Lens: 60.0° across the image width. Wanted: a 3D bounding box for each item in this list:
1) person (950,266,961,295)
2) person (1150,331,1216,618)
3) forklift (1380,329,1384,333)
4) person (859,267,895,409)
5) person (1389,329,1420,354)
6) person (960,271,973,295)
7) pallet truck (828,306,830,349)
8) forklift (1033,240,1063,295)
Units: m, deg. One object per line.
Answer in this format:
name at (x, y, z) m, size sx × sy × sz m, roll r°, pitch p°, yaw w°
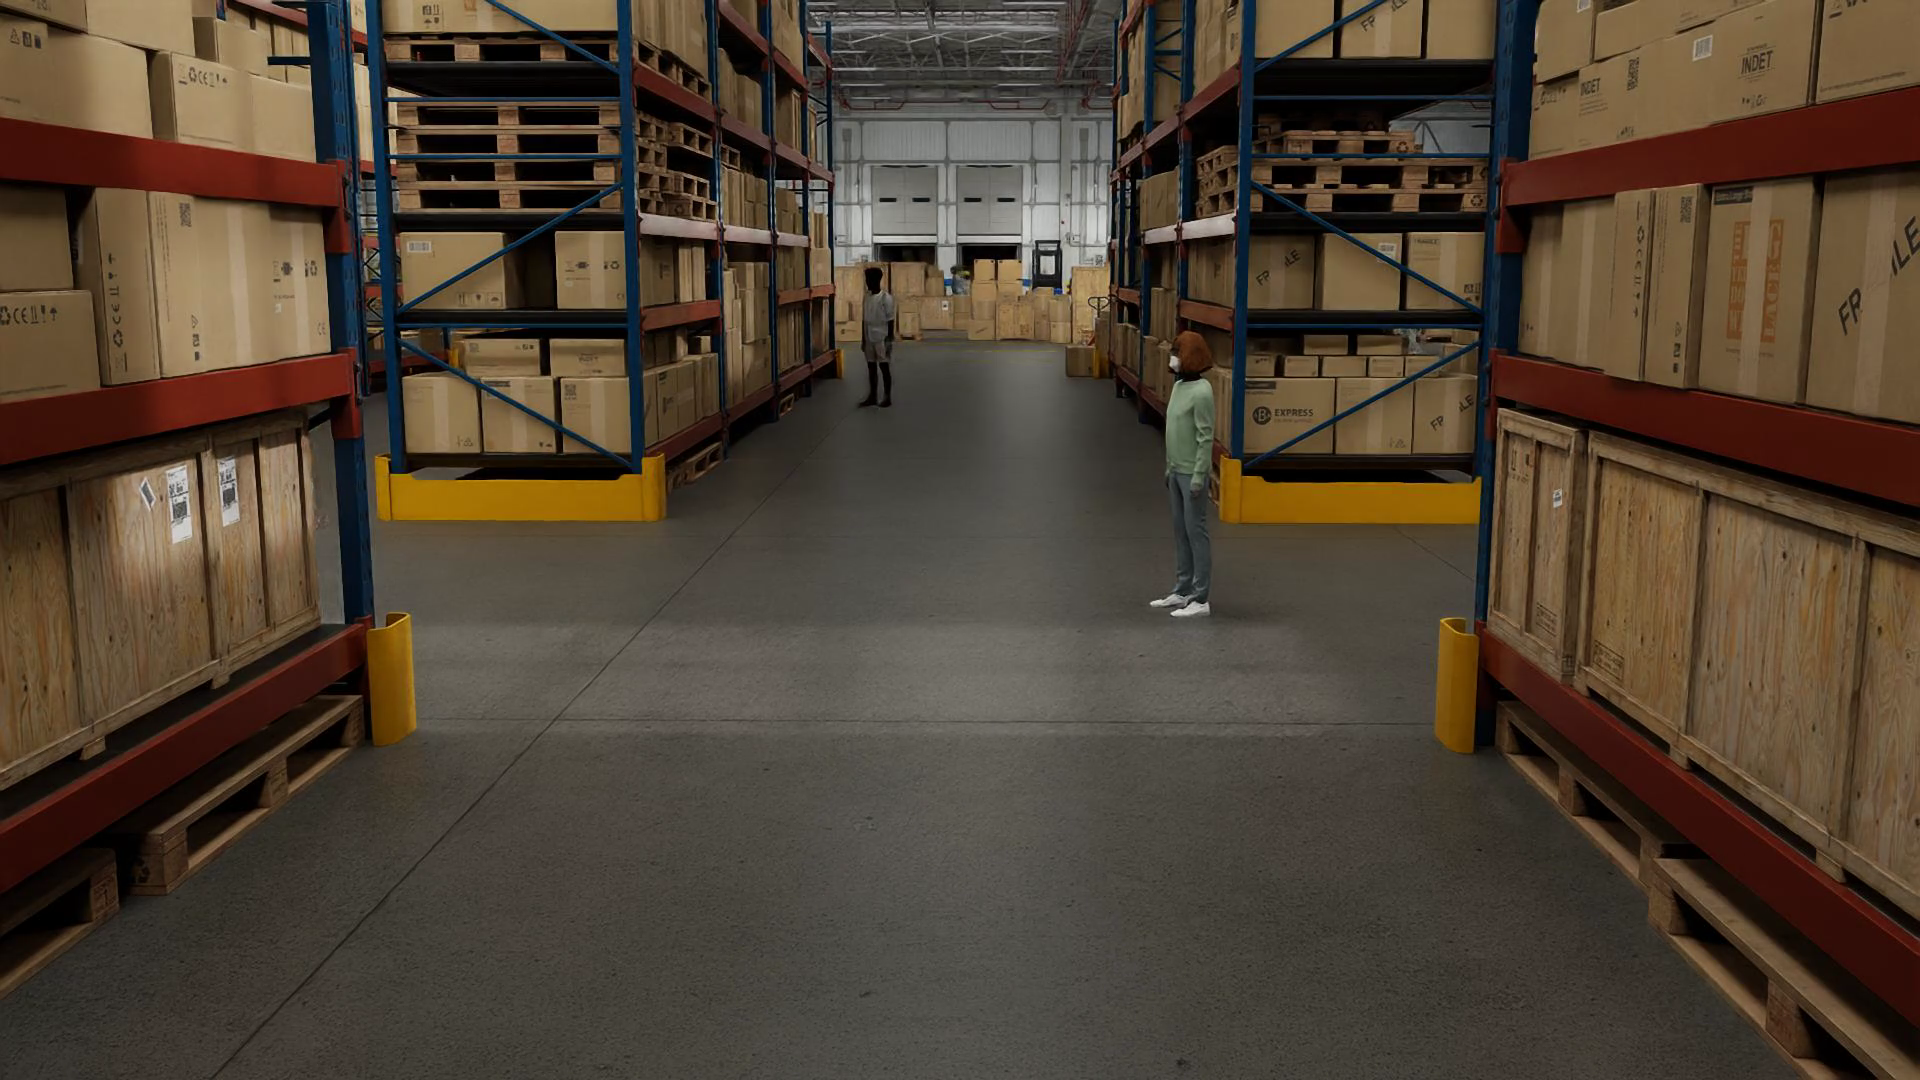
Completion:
person at (-0.105, -8.290, 56.109) m, size 0.603 × 1.923 × 0.628 m, roll -1°, pitch 10°, yaw -6°
person at (1.296, -0.377, 9.540) m, size 0.279 × 1.636 × 0.505 m, roll -2°, pitch 10°, yaw -14°
forklift at (8.834, -5.834, 38.505) m, size 1.873 × 2.768 × 1.129 m, roll 0°, pitch 9°, yaw 0°
person at (-1.155, -2.791, 23.012) m, size 0.363 × 1.963 × 0.612 m, roll -9°, pitch 13°, yaw -43°
person at (8.762, -4.236, 32.716) m, size 0.646 × 1.627 × 0.358 m, roll 8°, pitch 13°, yaw 42°
person at (0.251, -8.702, 59.108) m, size 0.511 × 1.721 × 0.556 m, roll -4°, pitch 10°, yaw -25°
pallet truck at (-3.100, -3.940, 29.800) m, size 1.885 × 1.965 × 0.823 m, roll 3°, pitch 10°, yaw 19°
forklift at (3.138, -9.353, 59.589) m, size 1.129 × 2.768 × 1.873 m, roll 0°, pitch 9°, yaw 1°
